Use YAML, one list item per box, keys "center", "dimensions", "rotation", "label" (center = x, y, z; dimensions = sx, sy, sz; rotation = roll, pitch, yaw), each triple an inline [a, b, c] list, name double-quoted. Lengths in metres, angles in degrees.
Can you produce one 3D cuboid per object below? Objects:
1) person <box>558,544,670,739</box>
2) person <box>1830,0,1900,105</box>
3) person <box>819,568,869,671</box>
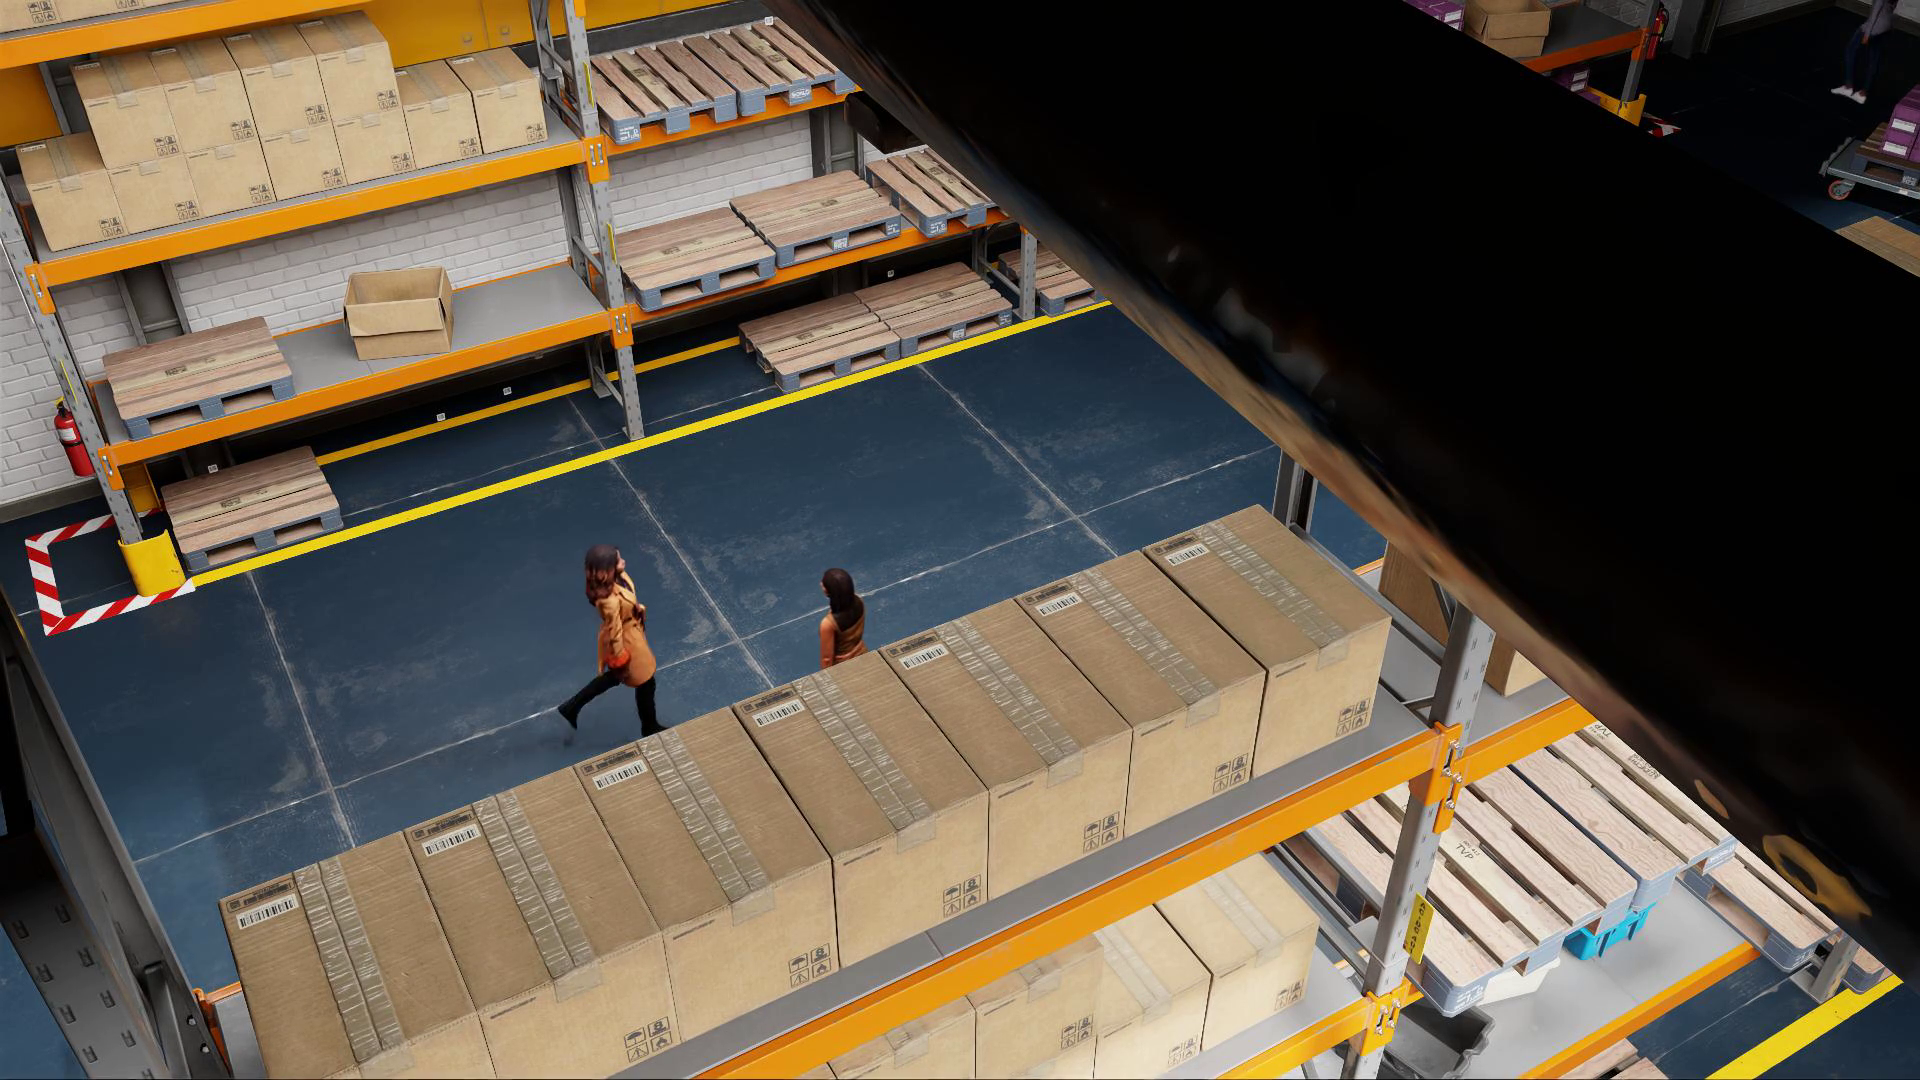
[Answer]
- center: [-2.342, 0.726, 11.070]
  dimensions: [1.114, 1.701, 0.907]
  rotation: [-6, 39, -8]
  label: "person"
- center: [10.750, -5.907, 19.357]
  dimensions: [0.572, 1.724, 0.700]
  rotation: [-18, 42, -21]
  label: "person"
- center: [-0.751, 0.853, 10.925]
  dimensions: [0.697, 1.683, 0.589]
  rotation: [21, 43, 24]
  label: "person"
